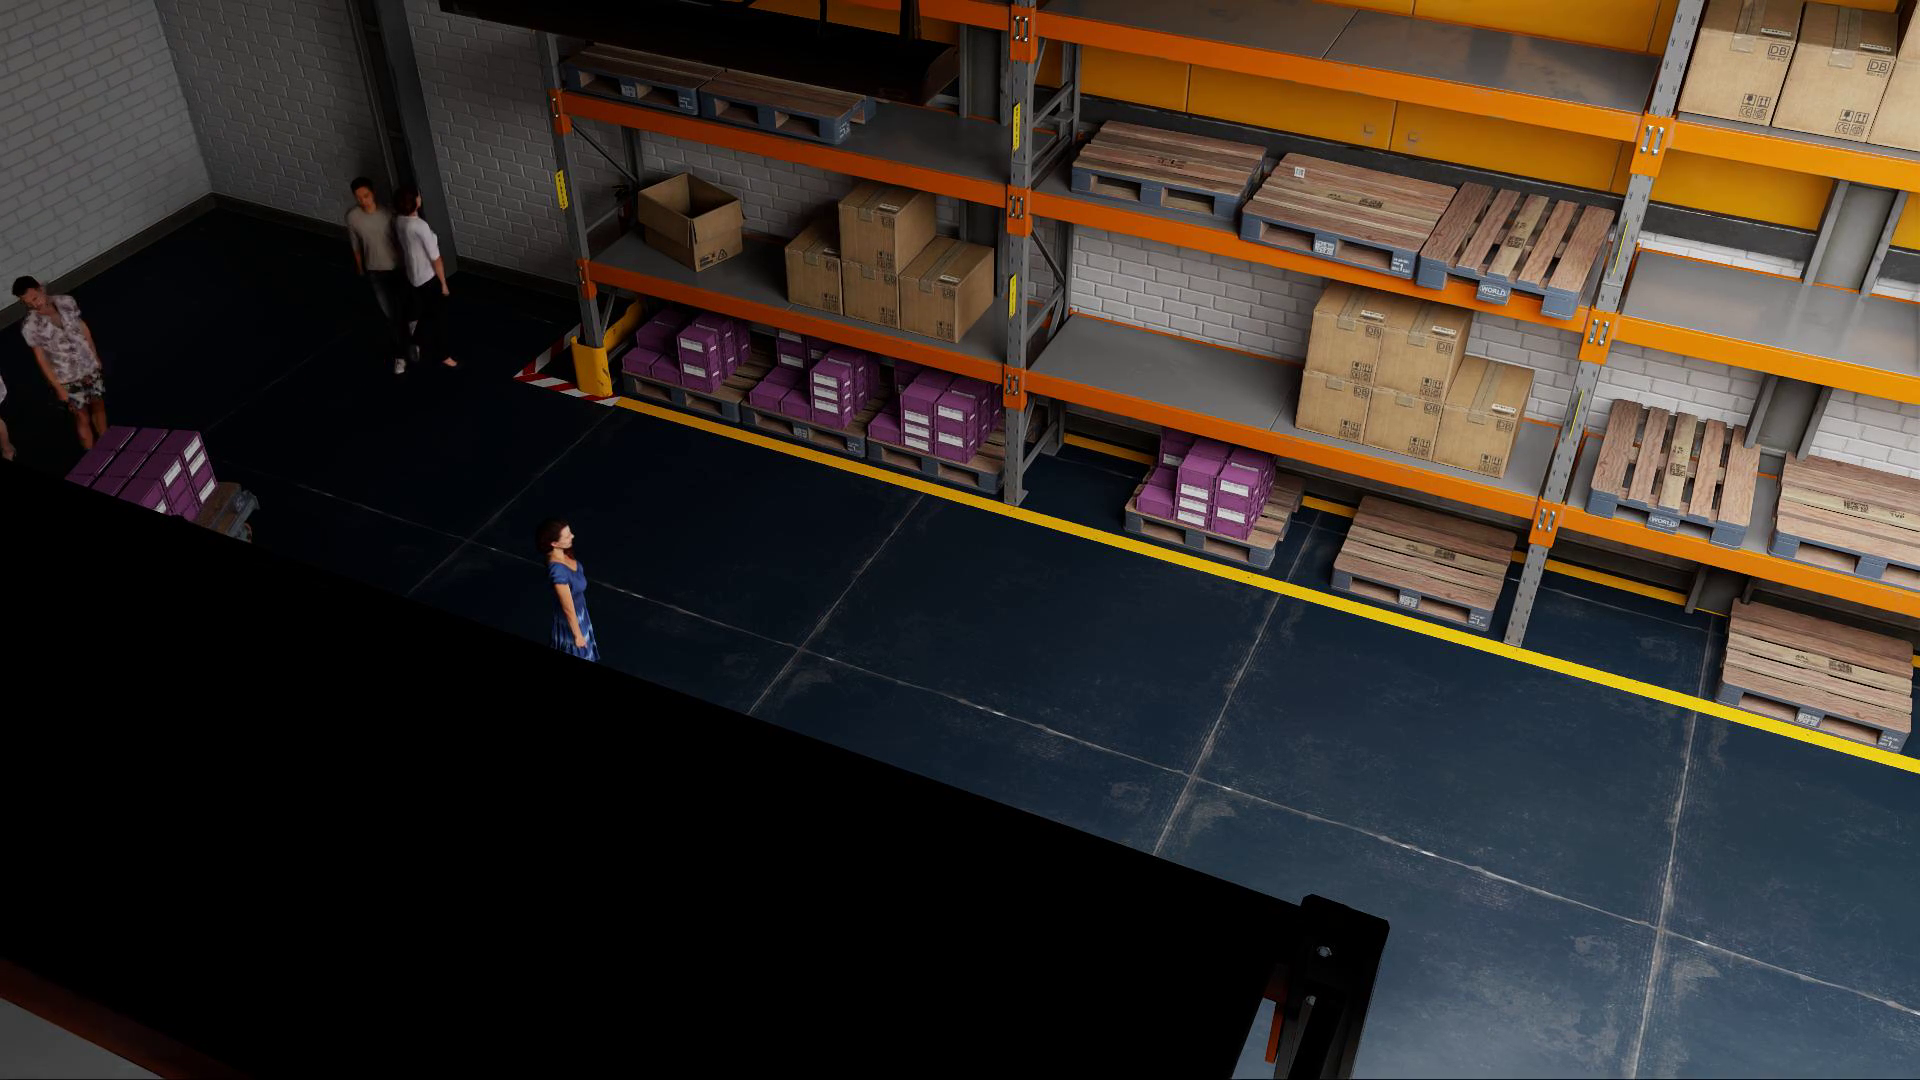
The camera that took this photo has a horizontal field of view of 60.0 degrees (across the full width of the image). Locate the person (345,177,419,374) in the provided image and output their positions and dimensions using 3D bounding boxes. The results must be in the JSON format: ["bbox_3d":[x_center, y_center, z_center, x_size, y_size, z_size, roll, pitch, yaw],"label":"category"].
[{"bbox_3d":[-5.085,-2.463,14.800,1.249,1.757,1.223,-8,39,-10],"label":"person"}]

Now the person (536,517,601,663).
[{"bbox_3d":[-2.544,0.579,10.953,0.803,1.806,0.741,-13,40,-16],"label":"person"}]

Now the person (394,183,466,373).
[{"bbox_3d":[-4.743,-2.228,14.490,0.843,1.777,0.774,-30,47,-32],"label":"person"}]

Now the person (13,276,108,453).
[{"bbox_3d":[-7.181,-1.383,13.428,0.730,1.783,0.683,8,39,9],"label":"person"}]
